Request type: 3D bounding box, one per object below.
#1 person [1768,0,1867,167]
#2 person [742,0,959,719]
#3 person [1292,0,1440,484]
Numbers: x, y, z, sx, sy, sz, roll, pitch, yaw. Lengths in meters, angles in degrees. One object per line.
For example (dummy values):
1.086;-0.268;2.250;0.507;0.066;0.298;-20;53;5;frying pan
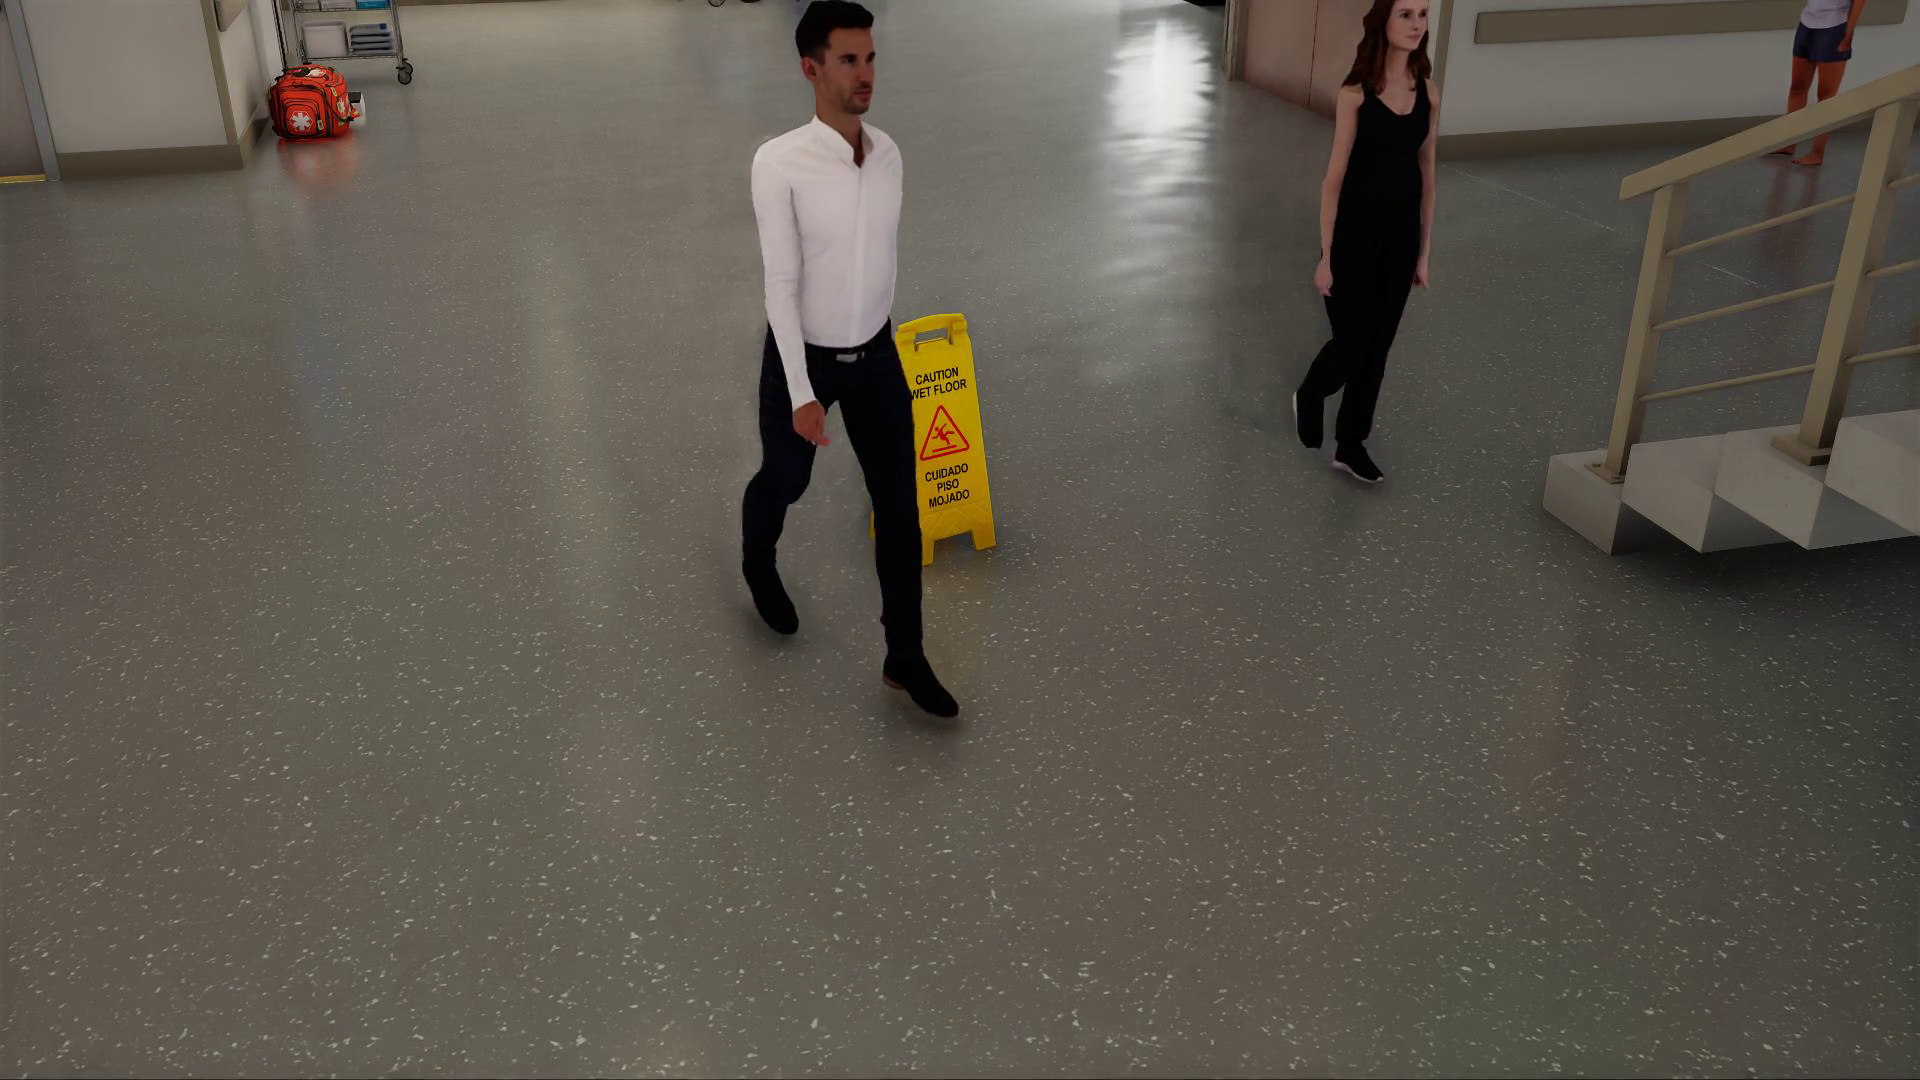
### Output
5.344;-3.146;10.242;0.643;1.624;0.457;-6;26;-13;person
-0.407;-0.497;4.504;0.871;1.838;1.293;-16;30;-29;person
1.381;-1.067;5.797;0.641;1.741;0.740;-10;27;-19;person
